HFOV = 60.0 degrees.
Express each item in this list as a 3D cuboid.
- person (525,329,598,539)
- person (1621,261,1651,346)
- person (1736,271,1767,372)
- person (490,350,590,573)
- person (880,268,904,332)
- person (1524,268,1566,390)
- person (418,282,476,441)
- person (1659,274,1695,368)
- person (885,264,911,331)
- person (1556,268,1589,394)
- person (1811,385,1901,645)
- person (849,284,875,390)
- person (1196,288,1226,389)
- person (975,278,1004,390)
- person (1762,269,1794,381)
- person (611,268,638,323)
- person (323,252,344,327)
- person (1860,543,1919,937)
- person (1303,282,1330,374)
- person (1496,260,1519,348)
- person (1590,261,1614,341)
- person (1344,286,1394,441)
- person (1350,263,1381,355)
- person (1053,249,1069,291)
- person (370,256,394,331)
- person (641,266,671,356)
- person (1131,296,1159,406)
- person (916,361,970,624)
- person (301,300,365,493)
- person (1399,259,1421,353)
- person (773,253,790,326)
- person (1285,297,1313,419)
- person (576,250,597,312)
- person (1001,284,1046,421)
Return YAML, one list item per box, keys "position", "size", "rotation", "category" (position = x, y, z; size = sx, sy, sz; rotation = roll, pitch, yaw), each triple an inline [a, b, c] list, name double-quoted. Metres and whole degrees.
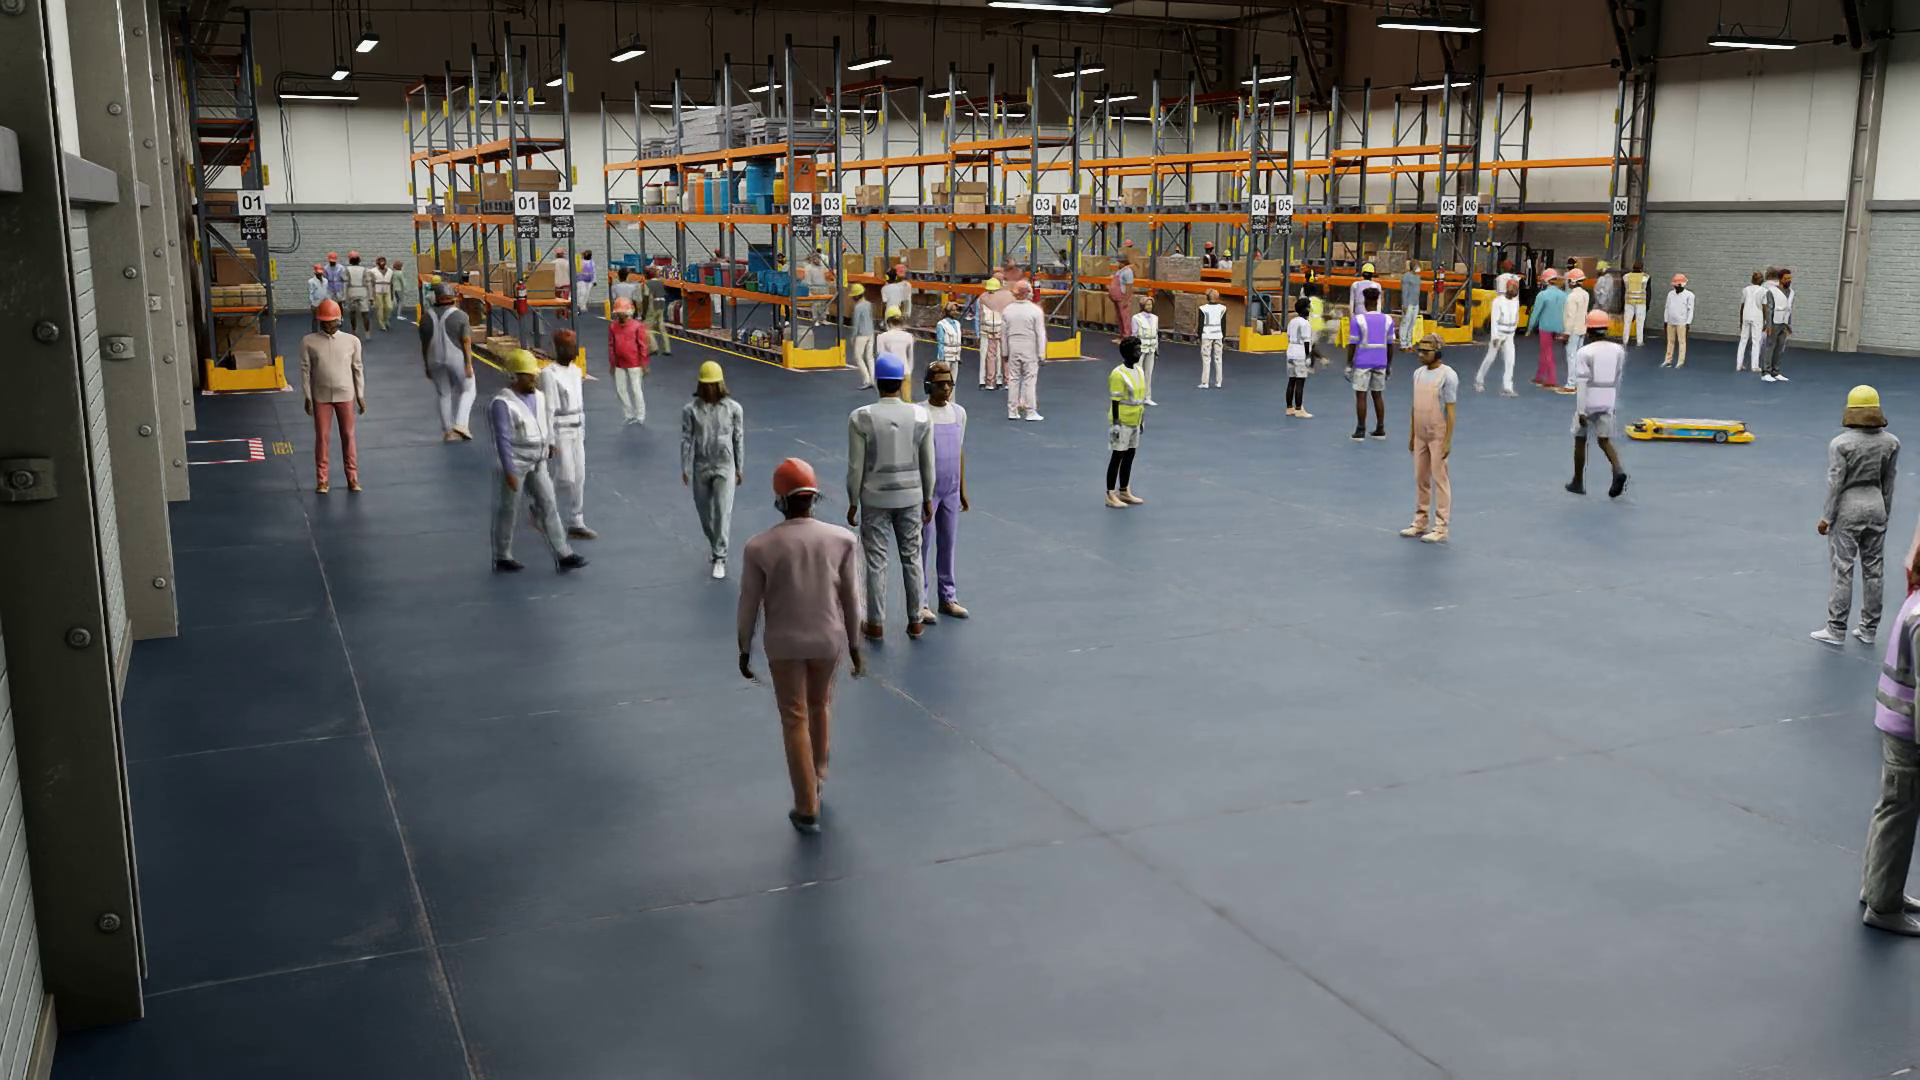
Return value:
- position: [-3.525, -0.928, 14.680]
  size: [0.559, 1.868, 0.598]
  rotation: [4, 12, 19]
  category: "person"
- position: [14.682, -5.136, 36.145]
  size: [0.625, 1.844, 0.429]
  rotation: [6, 13, 30]
  category: "person"
- position: [14.432, -3.972, 30.258]
  size: [0.347, 1.838, 0.503]
  rotation: [-9, 14, -37]
  category: "person"
- position: [-3.390, -0.599, 13.205]
  size: [0.886, 1.789, 0.618]
  rotation: [5, 12, 26]
  category: "person"
- position: [-1.250, -4.047, 30.531]
  size: [0.513, 1.872, 0.331]
  rotation: [-8, 14, -36]
  category: "person"
- position: [9.570, -3.470, 27.344]
  size: [0.635, 1.956, 0.879]
  rotation: [-7, 13, -30]
  category: "person"
- position: [-6.488, -2.271, 21.072]
  size: [0.700, 2.000, 0.594]
  rotation: [2, 11, 8]
  category: "person"
- position: [13.368, -4.079, 31.017]
  size: [0.337, 1.742, 0.561]
  rotation: [-7, 13, -32]
  category: "person"
- position: [-1.201, -4.396, 32.247]
  size: [0.569, 1.890, 0.525]
  rotation: [3, 12, 16]
  category: "person"
- position: [9.780, -3.320, 26.517]
  size: [0.383, 1.996, 0.609]
  rotation: [10, 15, 42]
  category: "person"
- position: [5.991, -0.164, 11.139]
  size: [0.483, 1.737, 0.312]
  rotation: [-1, 11, -6]
  category: "person"
- position: [-1.585, -3.322, 27.219]
  size: [0.326, 1.735, 0.618]
  rotation: [5, 12, 23]
  category: "person"
- position: [4.136, -3.309, 27.356]
  size: [0.522, 1.644, 0.305]
  rotation: [-4, 12, -18]
  category: "person"
- position: [0.533, -3.342, 27.063]
  size: [0.587, 1.826, 0.404]
  rotation: [-1, 11, -3]
  category: "person"
- position: [14.072, -3.692, 28.605]
  size: [0.587, 1.920, 0.392]
  rotation: [-5, 12, -26]
  category: "person"
- position: [-6.432, -4.295, 31.935]
  size: [0.543, 1.824, 0.980]
  rotation: [-5, 12, -22]
  category: "person"
- position: [-15.875, -6.366, 42.229]
  size: [0.580, 1.898, 0.490]
  rotation: [-1, 11, -6]
  category: "person"
- position: [3.844, 0.769, 6.678]
  size: [0.316, 1.629, 0.508]
  rotation: [6, 13, 29]
  category: "person"
- position: [6.340, -3.761, 29.618]
  size: [0.539, 1.669, 0.603]
  rotation: [-10, 15, -41]
  category: "person"
- position: [11.750, -5.045, 35.606]
  size: [0.526, 1.867, 0.615]
  rotation: [-7, 13, -32]
  category: "person"
- position: [14.374, -5.341, 37.274]
  size: [0.485, 1.804, 0.583]
  rotation: [-1, 11, -7]
  category: "person"
- position: [5.192, -2.238, 21.131]
  size: [0.628, 1.953, 0.384]
  rotation: [-3, 12, -17]
  category: "person"
- position: [7.682, -4.269, 31.520]
  size: [0.592, 1.923, 0.381]
  rotation: [6, 13, 29]
  category: "person"
- position: [2.873, -7.160, 46.337]
  size: [0.606, 1.882, 0.948]
  rotation: [-5, 12, -22]
  category: "person"
- position: [-14.137, -6.031, 40.749]
  size: [0.579, 1.821, 0.536]
  rotation: [-9, 14, -39]
  category: "person"
- position: [-6.115, -4.577, 33.379]
  size: [0.524, 1.810, 0.651]
  rotation: [5, 12, 22]
  category: "person"
- position: [2.759, -2.812, 24.842]
  size: [0.514, 1.642, 0.310]
  rotation: [-8, 14, -36]
  category: "person"
- position: [-0.155, -0.341, 11.763]
  size: [0.508, 1.846, 0.345]
  rotation: [-8, 14, -36]
  category: "person"
- position: [-6.469, -1.477, 17.177]
  size: [0.608, 1.987, 0.391]
  rotation: [-5, 12, -23]
  category: "person"
- position: [9.314, -4.830, 34.350]
  size: [0.371, 1.935, 0.627]
  rotation: [10, 15, 42]
  category: "person"
- position: [-4.553, -6.418, 42.599]
  size: [0.521, 1.865, 0.319]
  rotation: [2, 11, 11]
  category: "person"
- position: [4.782, -2.563, 23.428]
  size: [0.322, 1.697, 0.532]
  rotation: [-3, 12, -15]
  category: "person"
- position: [-10.941, -7.551, 48.509]
  size: [0.537, 1.804, 0.645]
  rotation: [8, 14, 37]
  category: "person"
- position: [0.891, -2.605, 23.158]
  size: [0.718, 1.902, 0.419]
  rotation: [7, 13, 30]
  category: "person"
